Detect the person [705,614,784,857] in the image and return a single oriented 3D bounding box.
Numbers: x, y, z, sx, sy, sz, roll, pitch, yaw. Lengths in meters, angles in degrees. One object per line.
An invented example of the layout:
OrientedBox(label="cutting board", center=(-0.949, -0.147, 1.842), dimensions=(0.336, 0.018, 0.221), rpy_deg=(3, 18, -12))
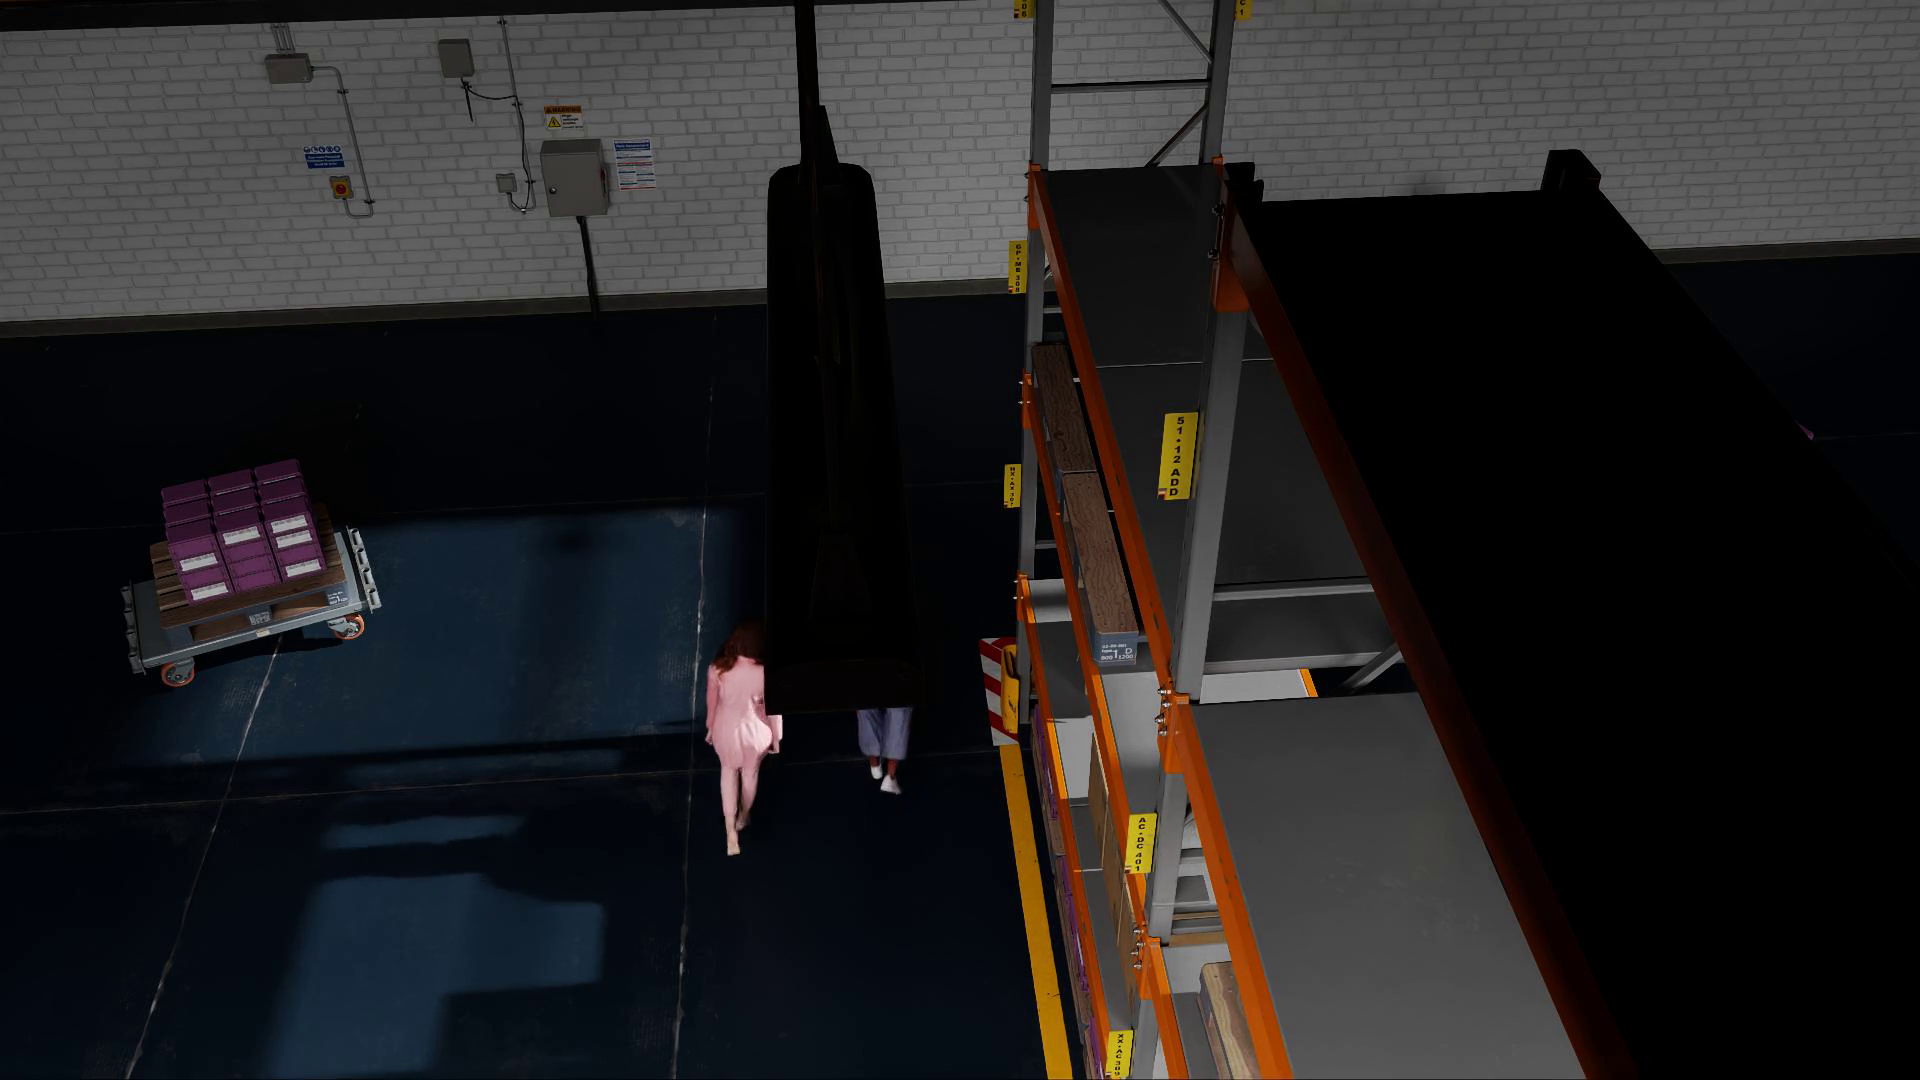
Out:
OrientedBox(label="person", center=(-1.299, 1.233, 9.885), dimensions=(0.689, 1.774, 0.830), rpy_deg=(-1, 39, -2))
